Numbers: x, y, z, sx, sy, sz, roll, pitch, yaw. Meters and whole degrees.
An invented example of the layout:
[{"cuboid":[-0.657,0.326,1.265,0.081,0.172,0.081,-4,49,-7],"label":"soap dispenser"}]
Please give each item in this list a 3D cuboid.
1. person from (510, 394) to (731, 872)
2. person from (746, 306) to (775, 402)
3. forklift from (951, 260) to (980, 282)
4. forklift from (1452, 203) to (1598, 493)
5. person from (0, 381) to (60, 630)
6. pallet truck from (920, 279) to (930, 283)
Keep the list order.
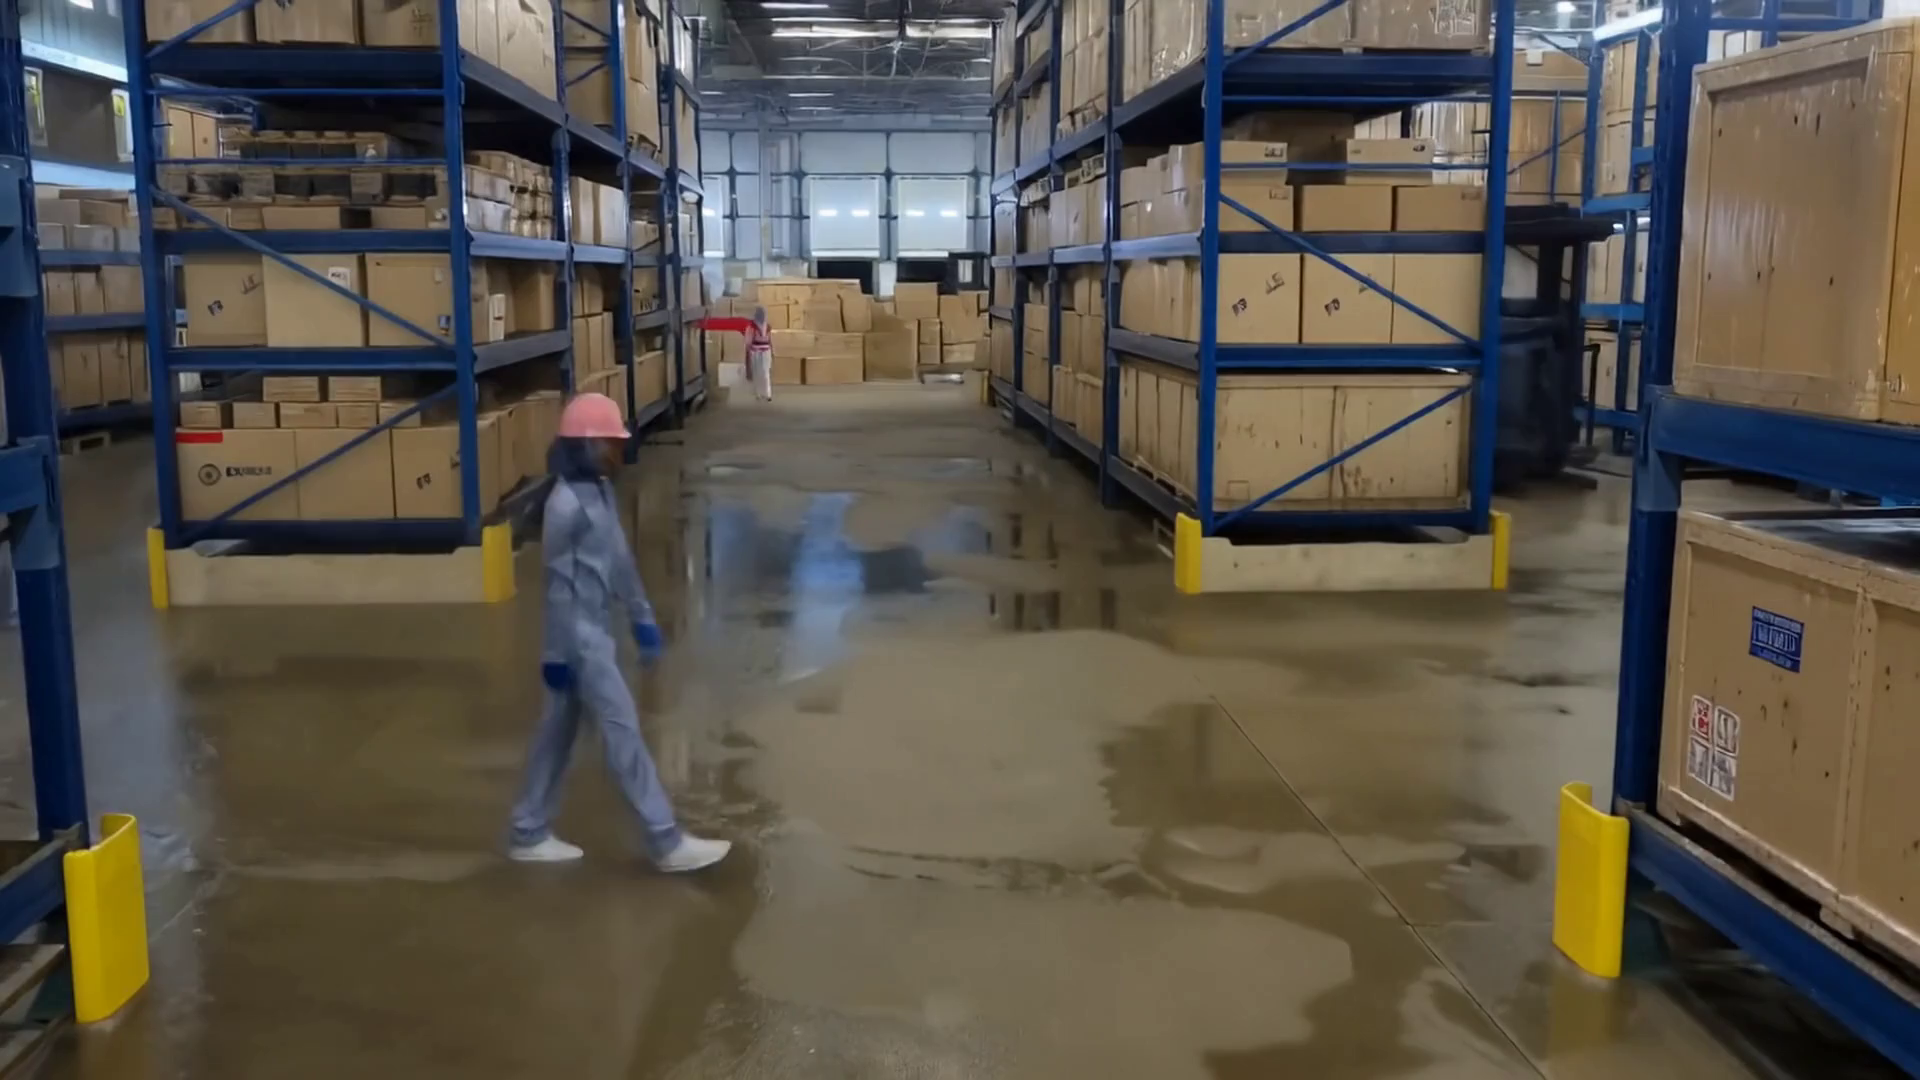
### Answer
[{"cuboid":[-1.231,0.342,5.870,0.874,1.701,0.500,0,9,0],"label":"person"},{"cuboid":[-3.388,-3.164,28.199,0.504,1.603,0.836,-2,9,-12],"label":"person"},{"cuboid":[0.137,-7.455,51.143,1.129,2.768,1.873,-2,9,-10],"label":"forklift"},{"cuboid":[5.506,-1.963,16.653,1.129,2.768,1.873,-1,9,-4],"label":"forklift"},{"cuboid":[-5.806,-0.397,10.162,0.646,1.816,0.723,-1,9,-7],"label":"person"},{"cuboid":[-0.932,-8.922,63.114,1.885,1.965,0.823,2,9,13],"label":"pallet truck"}]
